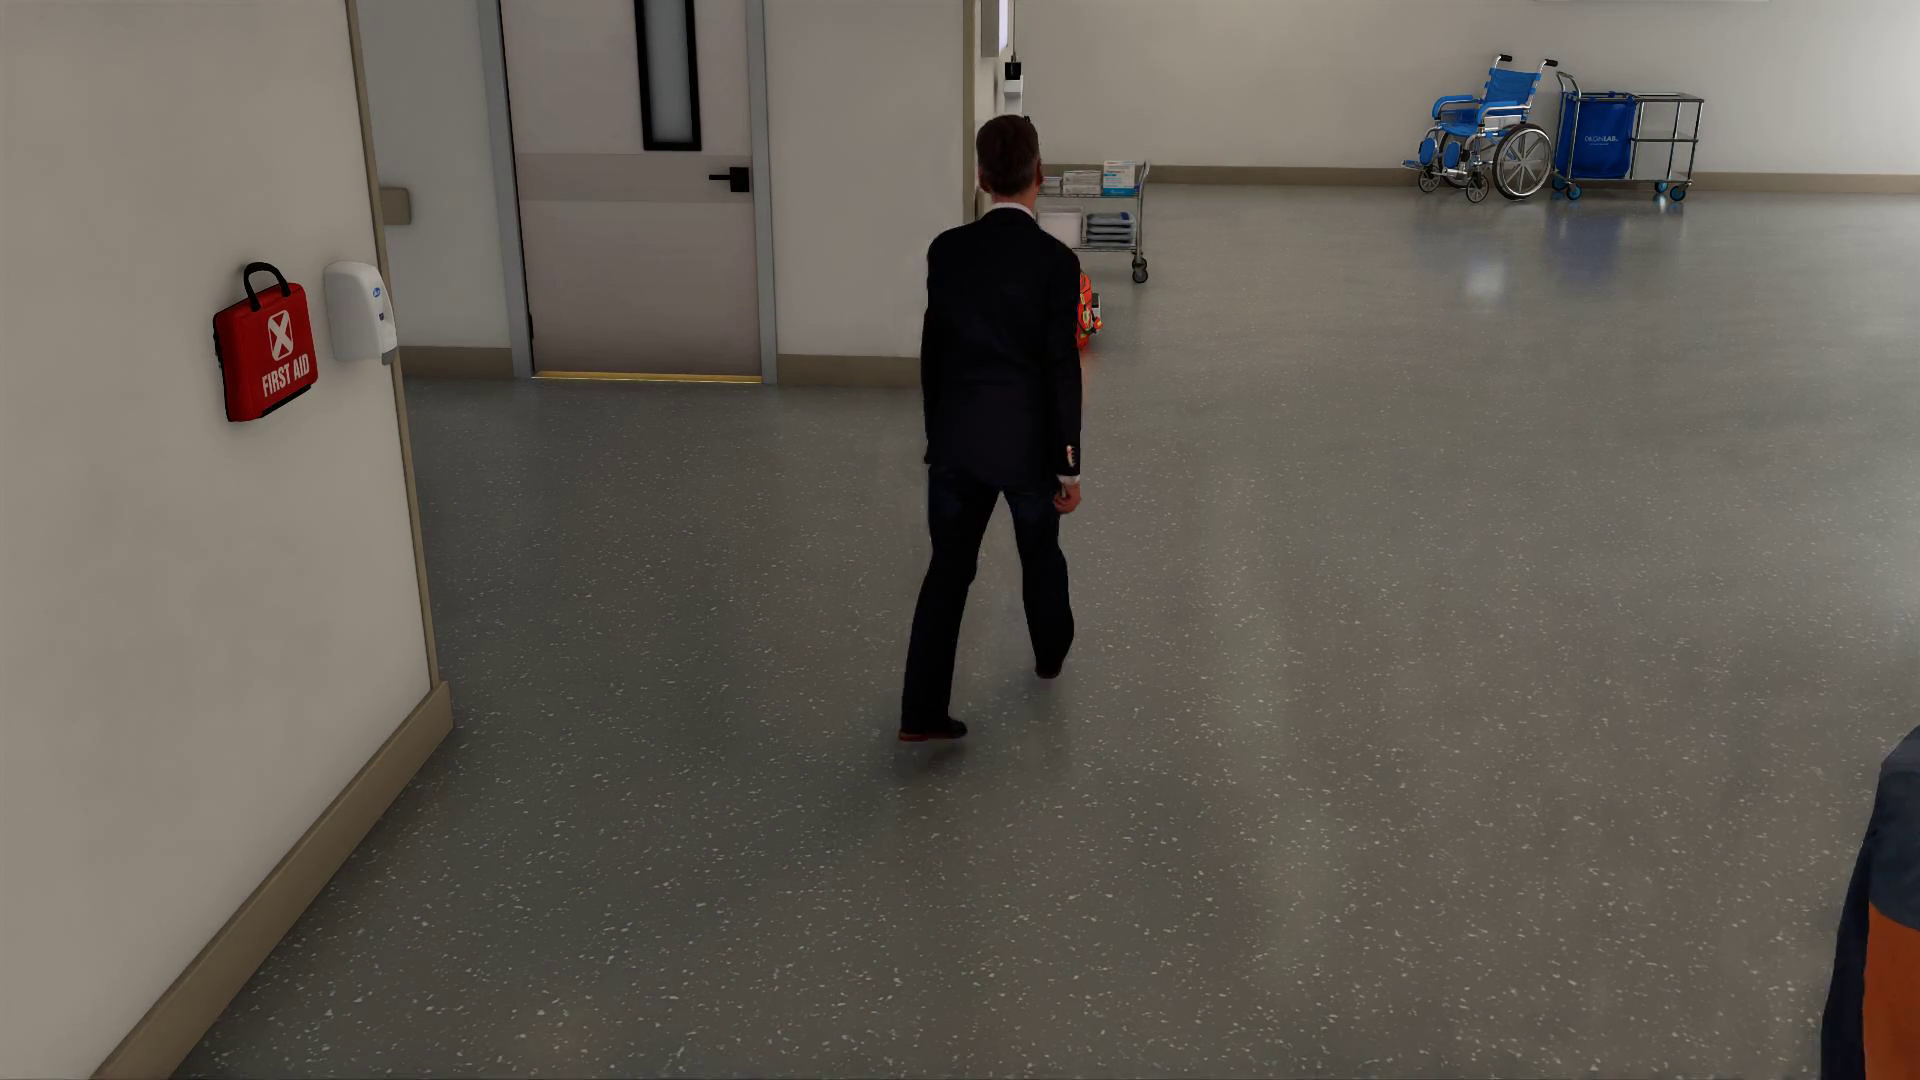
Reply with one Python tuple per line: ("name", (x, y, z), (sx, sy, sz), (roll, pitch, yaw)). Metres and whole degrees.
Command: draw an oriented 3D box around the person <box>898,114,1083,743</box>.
("person", (0.062, -0.255, 4.741), (1.008, 1.773, 1.302), (12, 24, 29))
